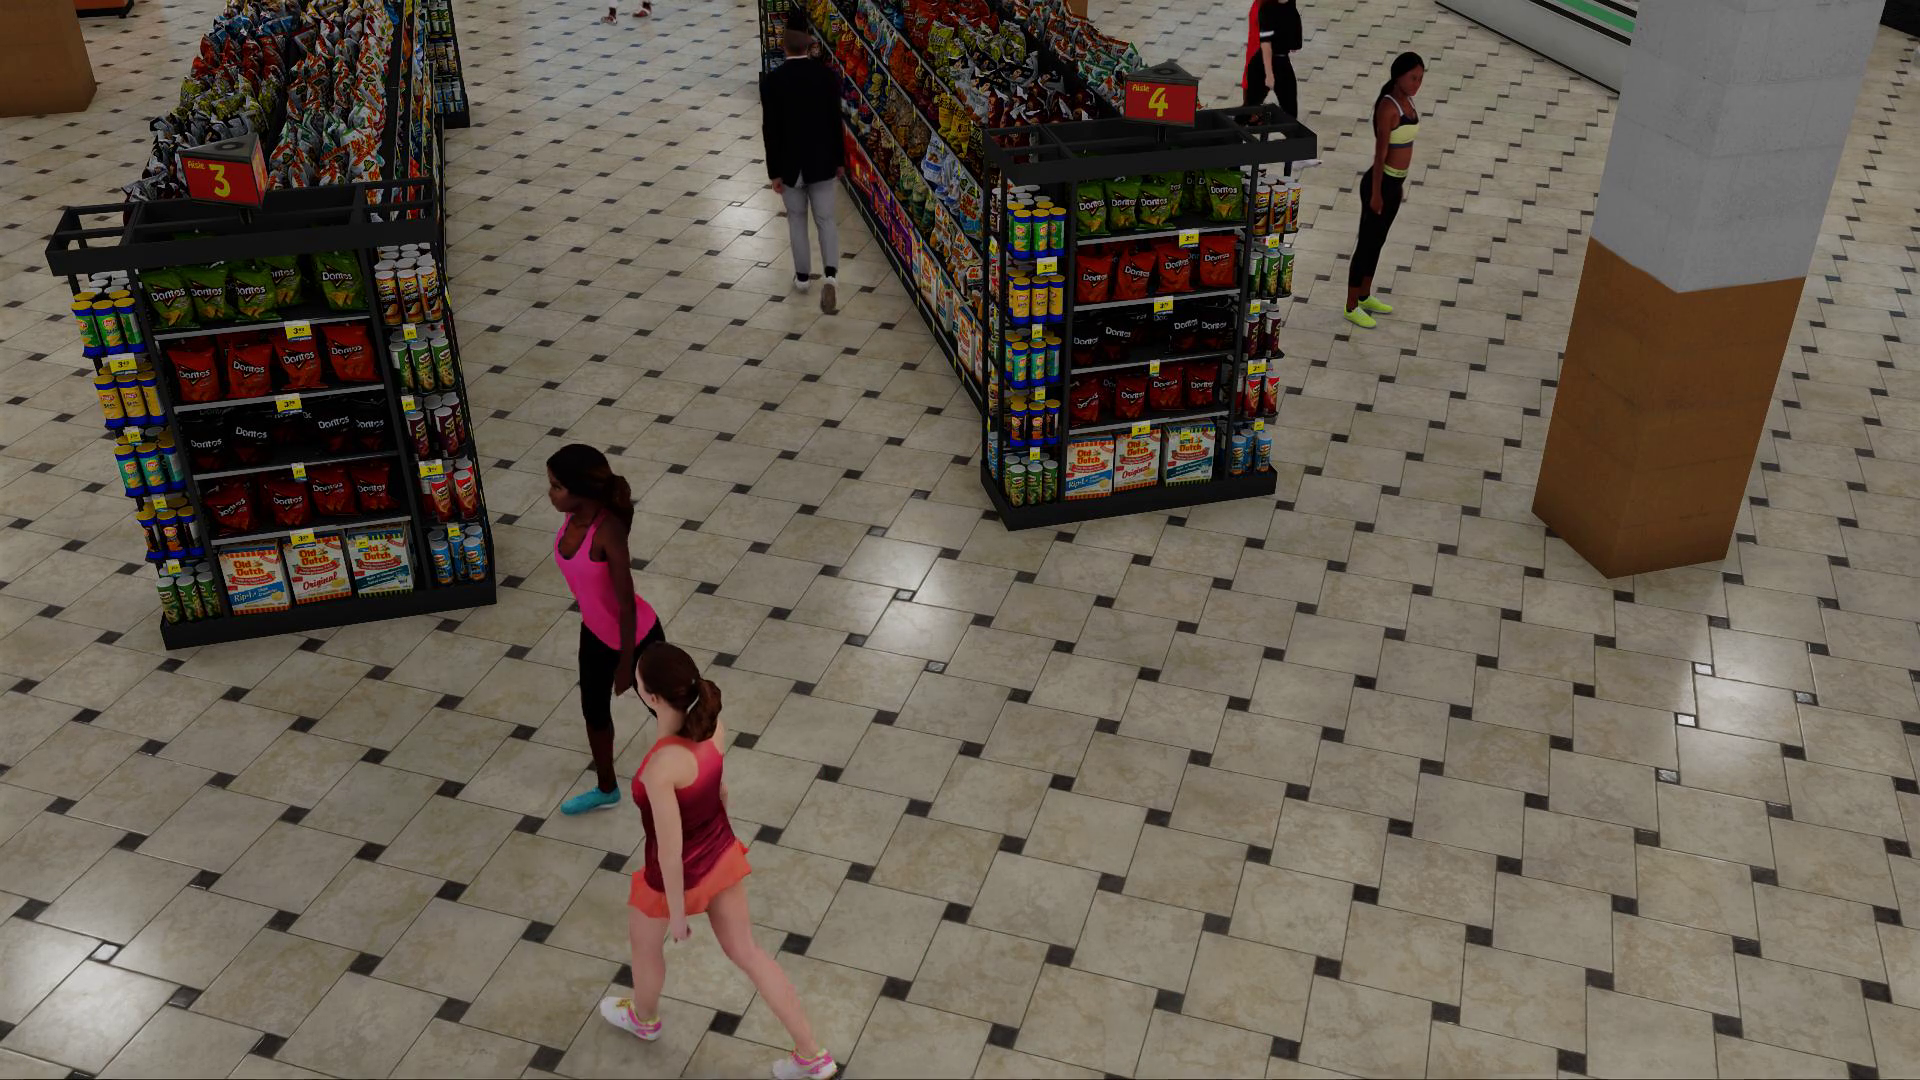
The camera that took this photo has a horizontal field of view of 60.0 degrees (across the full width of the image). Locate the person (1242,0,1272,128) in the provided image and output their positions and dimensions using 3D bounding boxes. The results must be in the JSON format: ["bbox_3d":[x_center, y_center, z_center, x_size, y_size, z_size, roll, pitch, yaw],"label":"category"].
[{"bbox_3d":[2.602,-4.417,14.086,0.730,1.793,0.684,20,37,29],"label":"person"}]

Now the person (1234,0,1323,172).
[{"bbox_3d":[2.401,-3.734,13.182,1.193,1.589,1.010,25,40,35],"label":"person"}]

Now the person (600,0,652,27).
[{"bbox_3d":[-3.328,-6.139,16.966,1.023,1.675,1.202,11,34,18],"label":"person"}]

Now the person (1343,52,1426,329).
[{"bbox_3d":[2.702,-2.250,10.640,0.676,1.754,0.638,21,38,30],"label":"person"}]

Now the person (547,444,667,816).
[{"bbox_3d":[-1.265,0.366,6.484,0.843,1.703,0.840,26,40,35],"label":"person"}]

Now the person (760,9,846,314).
[{"bbox_3d":[-0.972,-2.411,10.734,0.720,1.928,1.104,-7,33,-11],"label":"person"}]

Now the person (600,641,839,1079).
[{"bbox_3d":[-0.783,1.094,5.306,1.159,1.711,1.112,17,36,25],"label":"person"}]
